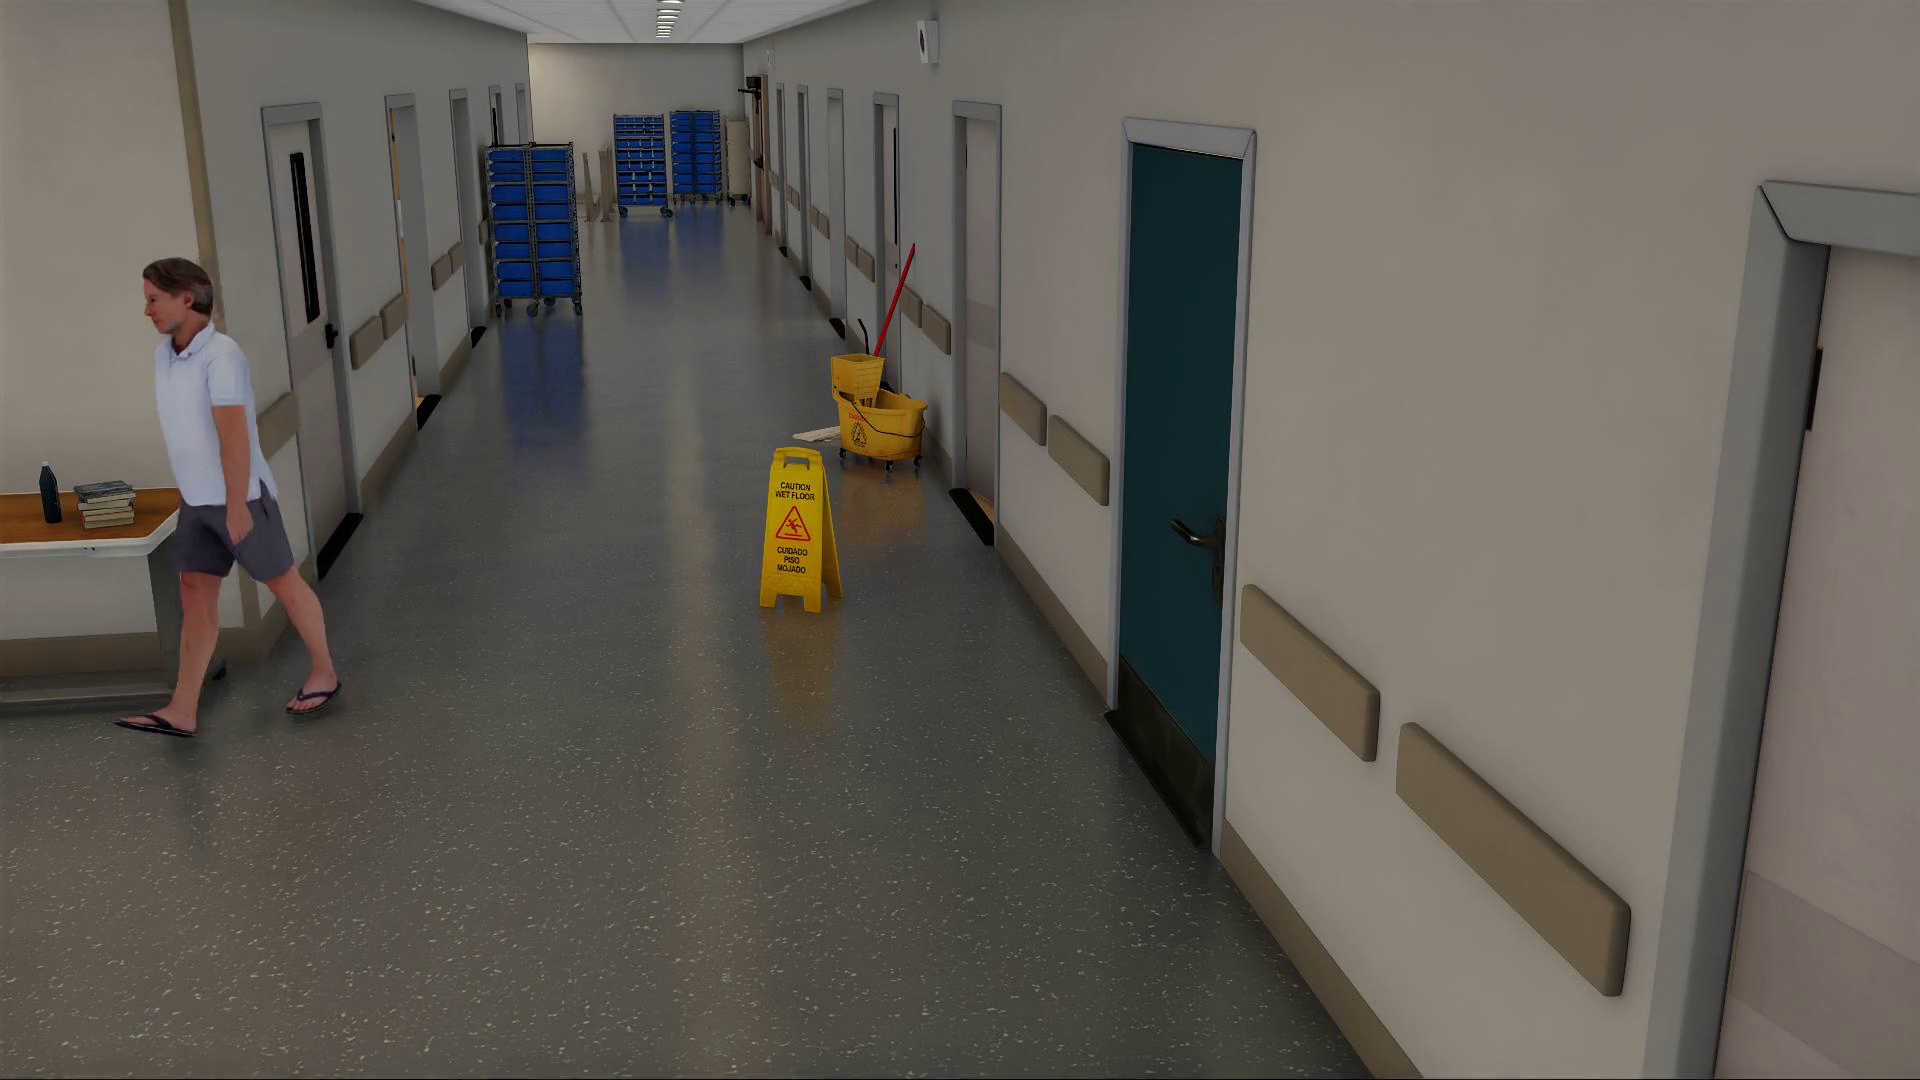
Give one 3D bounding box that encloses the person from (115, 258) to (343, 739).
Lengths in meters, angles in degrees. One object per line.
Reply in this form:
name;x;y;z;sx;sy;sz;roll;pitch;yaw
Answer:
person;-2.716;-0.159;6.364;1.212;1.784;1.279;9;18;30
